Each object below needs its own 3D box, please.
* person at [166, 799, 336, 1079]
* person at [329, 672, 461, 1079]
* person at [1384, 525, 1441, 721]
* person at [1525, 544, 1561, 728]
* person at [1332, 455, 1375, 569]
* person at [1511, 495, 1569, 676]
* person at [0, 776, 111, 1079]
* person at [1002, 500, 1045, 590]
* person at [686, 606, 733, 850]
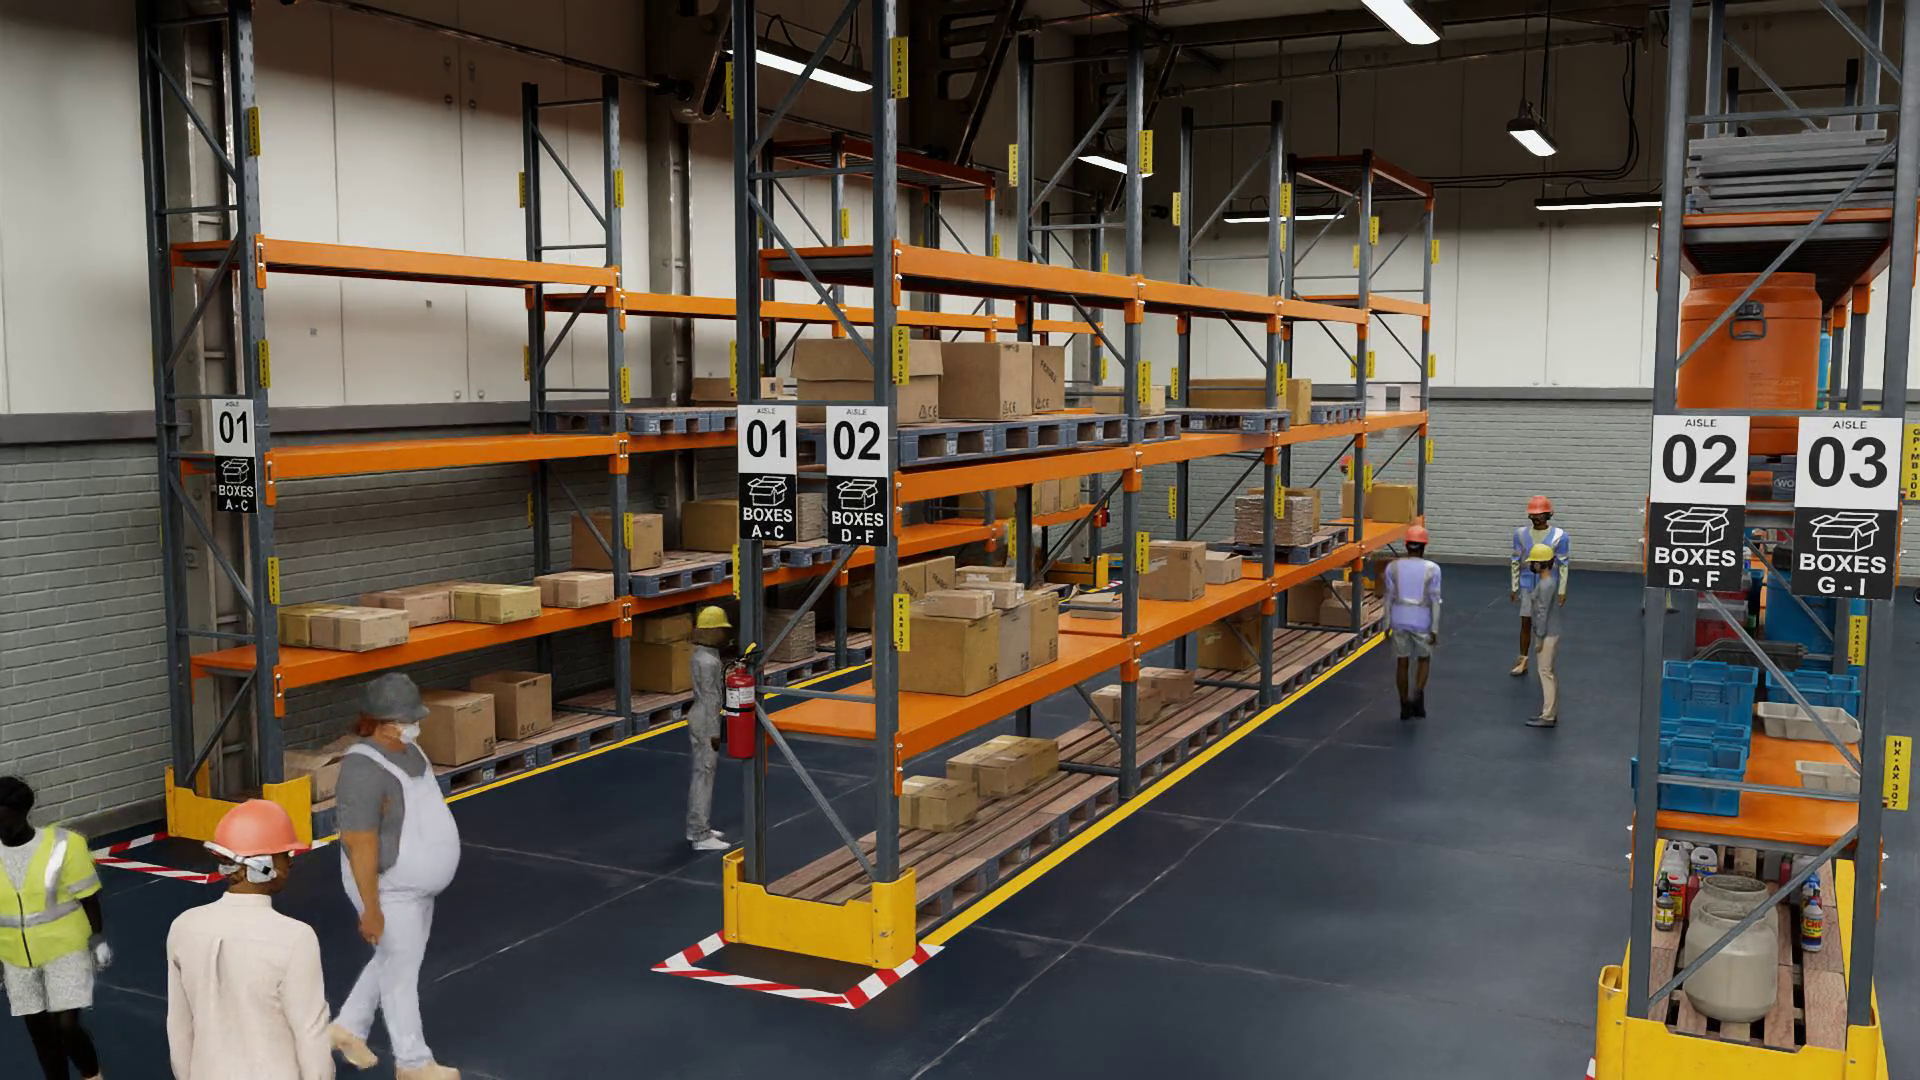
[{"bbox_3d":[-2.361,1.864,5.608,0.611,1.990,0.392,2,6,19],"label":"person"},{"bbox_3d":[-2.733,1.595,7.982,0.658,2.000,0.697,0,6,-1],"label":"person"},{"bbox_3d":[4.405,0.809,16.219,0.537,1.914,0.421,2,6,21],"label":"person"},{"bbox_3d":[5.586,0.915,15.967,0.344,1.756,0.518,2,6,20],"label":"person"},{"bbox_3d":[6.701,-0.470,28.383,0.692,1.975,0.623,1,6,8],"label":"person"},{"bbox_3d":[6.402,0.520,18.419,0.611,2.042,0.395,4,7,35],"label":"person"},{"bbox_3d":[-4.082,1.838,7.359,0.555,1.670,0.385,0,6,-4],"label":"person"},{"bbox_3d":[0.779,0.394,20.541,0.567,1.855,0.388,2,6,21],"label":"person"},{"bbox_3d":[-1.798,1.341,11.950,0.387,1.732,0.485,-2,6,-22],"label":"person"}]
